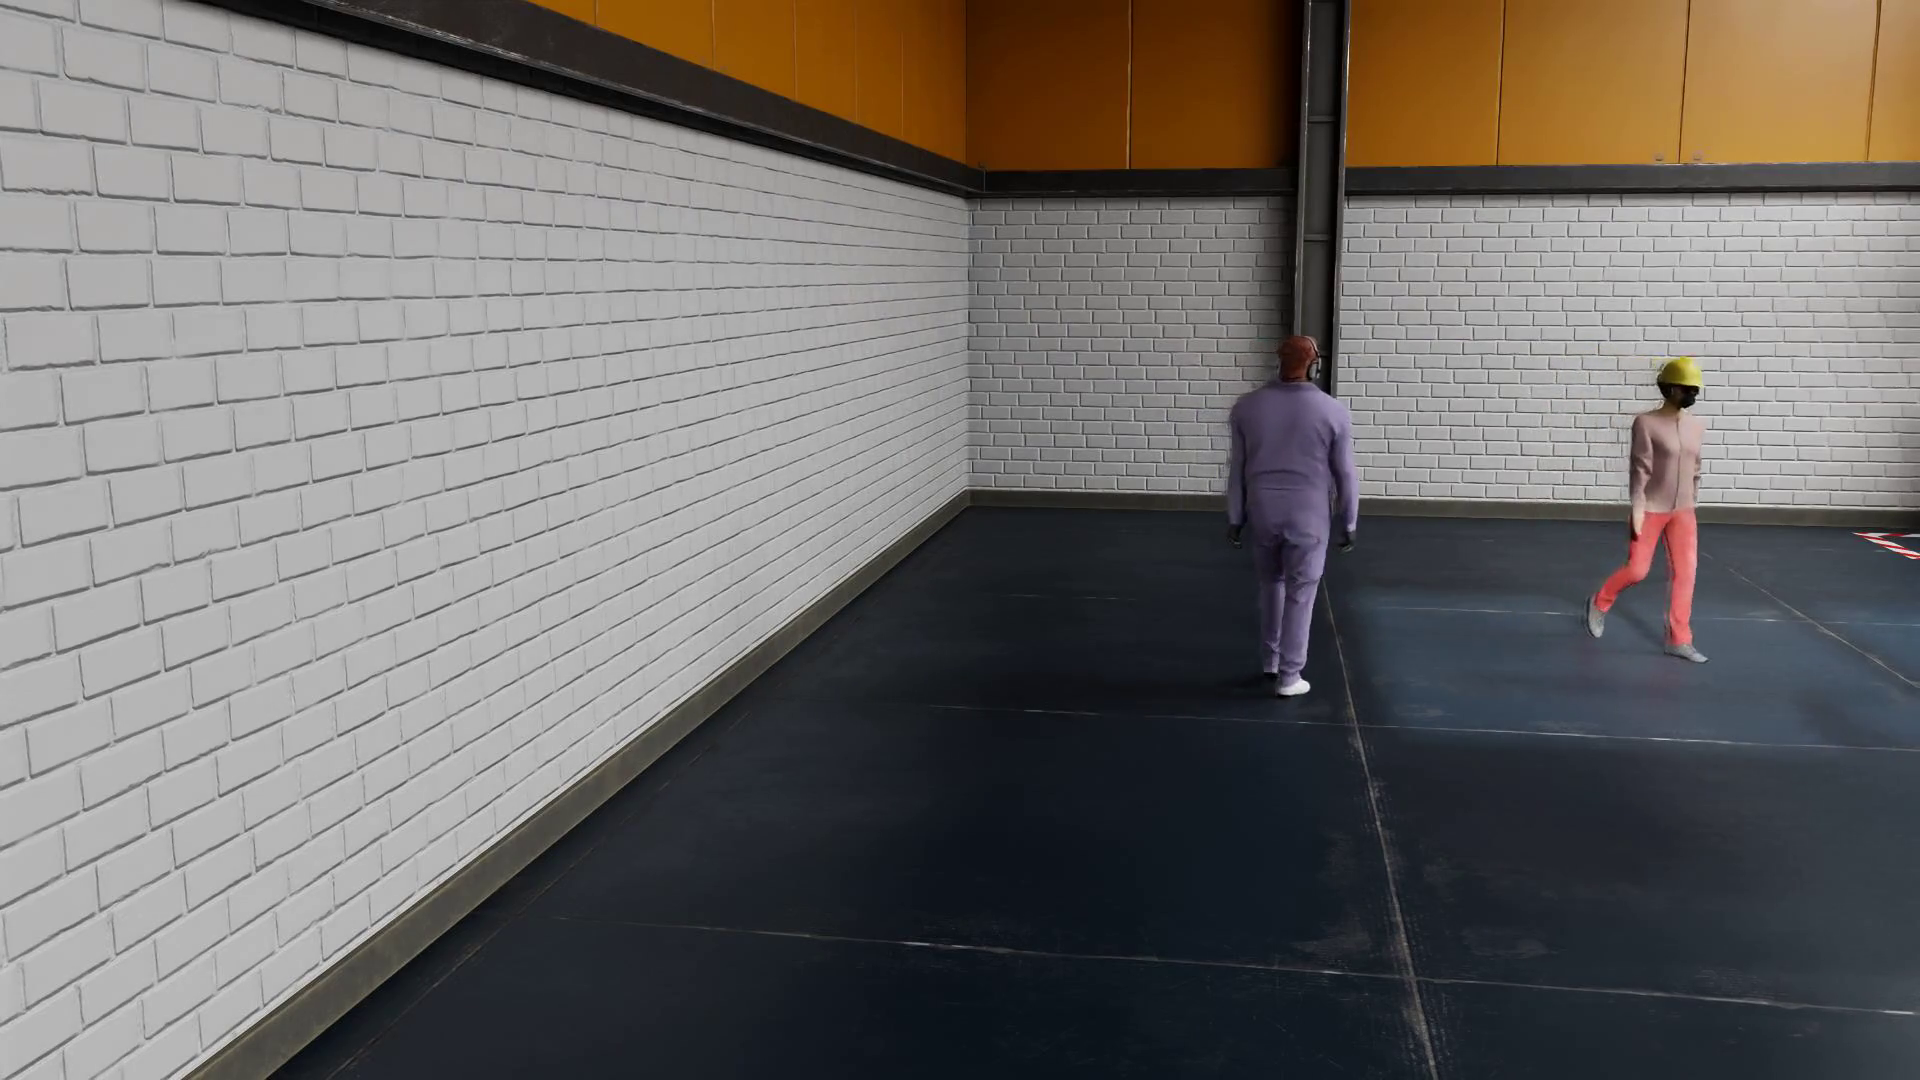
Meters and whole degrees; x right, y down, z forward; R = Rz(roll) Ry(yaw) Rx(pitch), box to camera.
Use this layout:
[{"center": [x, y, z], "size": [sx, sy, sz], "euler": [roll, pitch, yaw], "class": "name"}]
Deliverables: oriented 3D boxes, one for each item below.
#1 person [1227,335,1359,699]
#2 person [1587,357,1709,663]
[{"center": [1.785, -0.131, 8.778], "size": [0.668, 1.883, 0.664], "euler": [5, 11, 30], "class": "person"}, {"center": [4.027, -0.198, 9.637], "size": [0.531, 1.740, 0.736], "euler": [-3, 10, -17], "class": "person"}]
